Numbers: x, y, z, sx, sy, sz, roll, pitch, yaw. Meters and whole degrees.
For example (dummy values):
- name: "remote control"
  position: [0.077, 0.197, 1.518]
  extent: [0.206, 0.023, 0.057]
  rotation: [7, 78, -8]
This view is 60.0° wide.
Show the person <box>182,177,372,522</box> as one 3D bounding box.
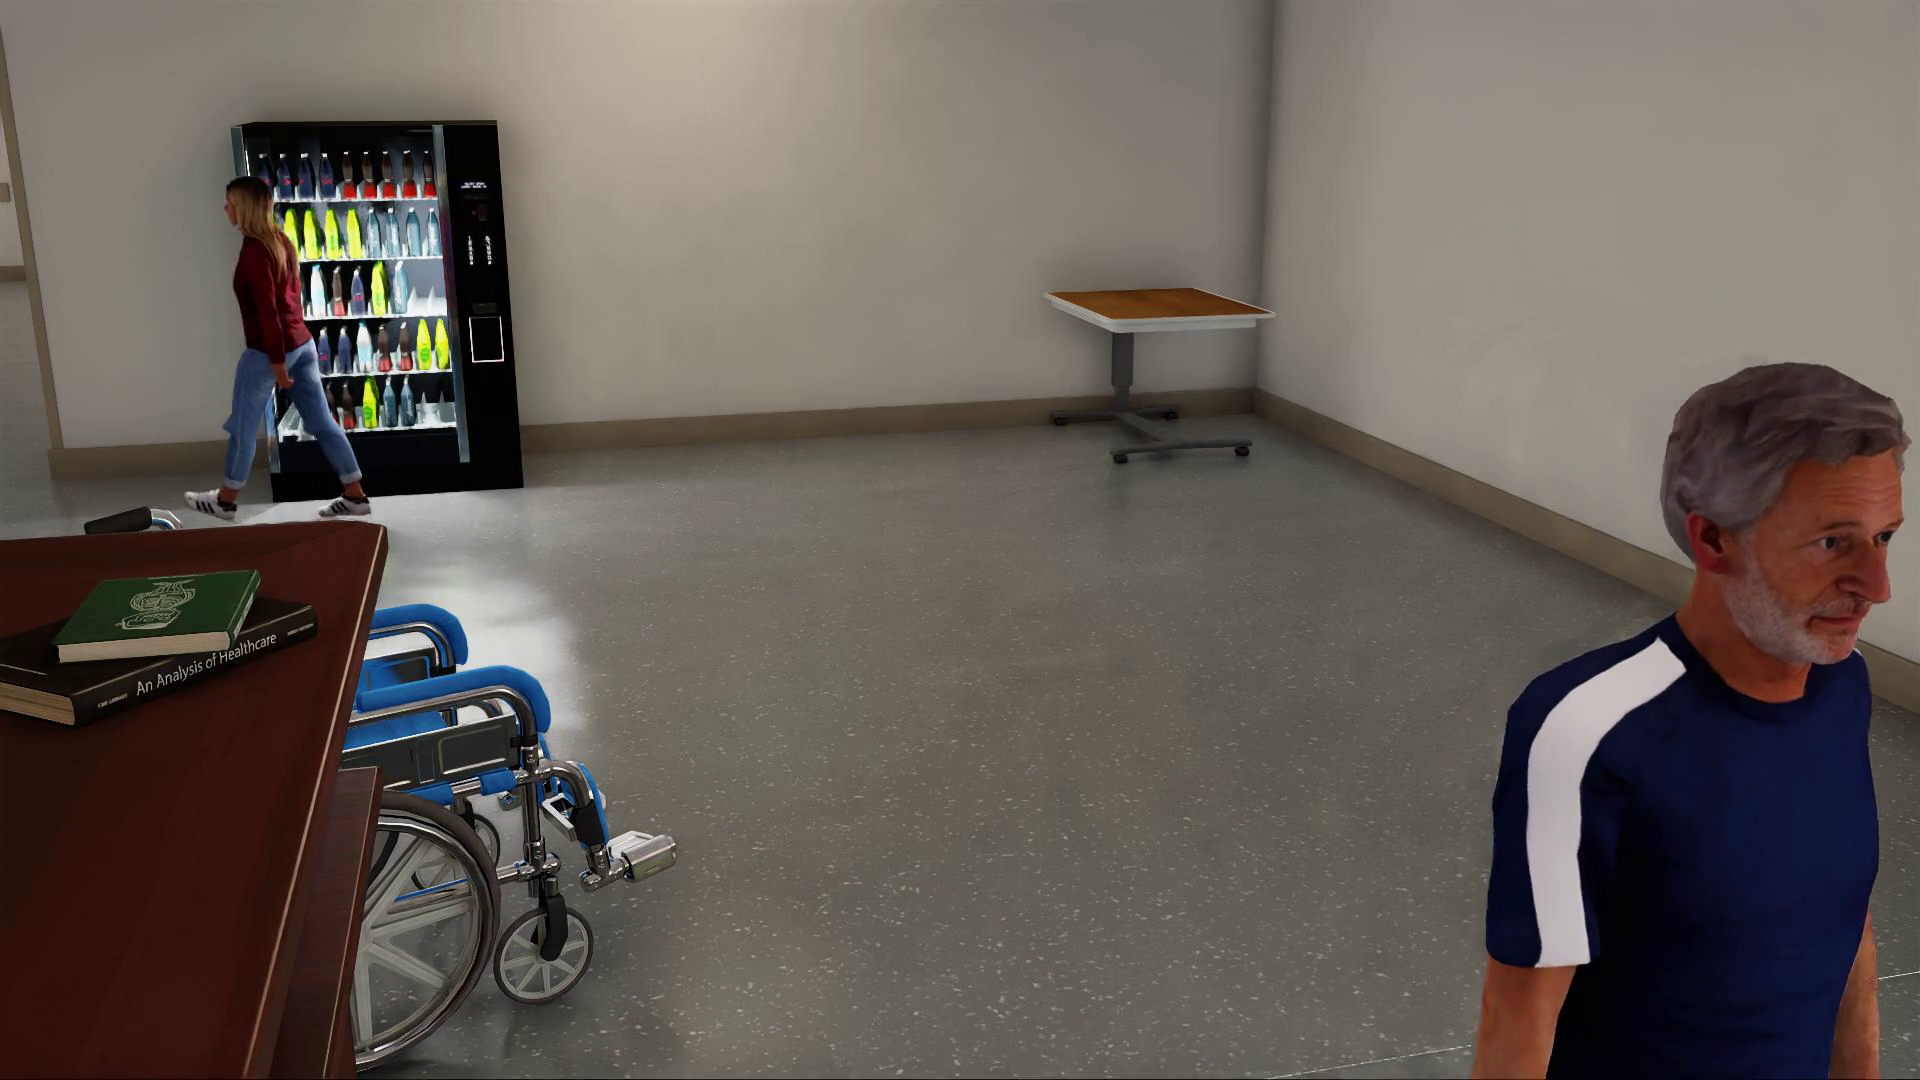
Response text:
- name: "person"
  position: [-3.063, -0.828, 7.683]
  extent: [1.154, 1.583, 0.872]
  rotation: [2, 16, 7]

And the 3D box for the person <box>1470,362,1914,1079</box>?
- name: "person"
  position: [0.725, 0.678, 1.906]
  extent: [0.740, 1.820, 0.807]
  rotation: [-10, 19, -32]
